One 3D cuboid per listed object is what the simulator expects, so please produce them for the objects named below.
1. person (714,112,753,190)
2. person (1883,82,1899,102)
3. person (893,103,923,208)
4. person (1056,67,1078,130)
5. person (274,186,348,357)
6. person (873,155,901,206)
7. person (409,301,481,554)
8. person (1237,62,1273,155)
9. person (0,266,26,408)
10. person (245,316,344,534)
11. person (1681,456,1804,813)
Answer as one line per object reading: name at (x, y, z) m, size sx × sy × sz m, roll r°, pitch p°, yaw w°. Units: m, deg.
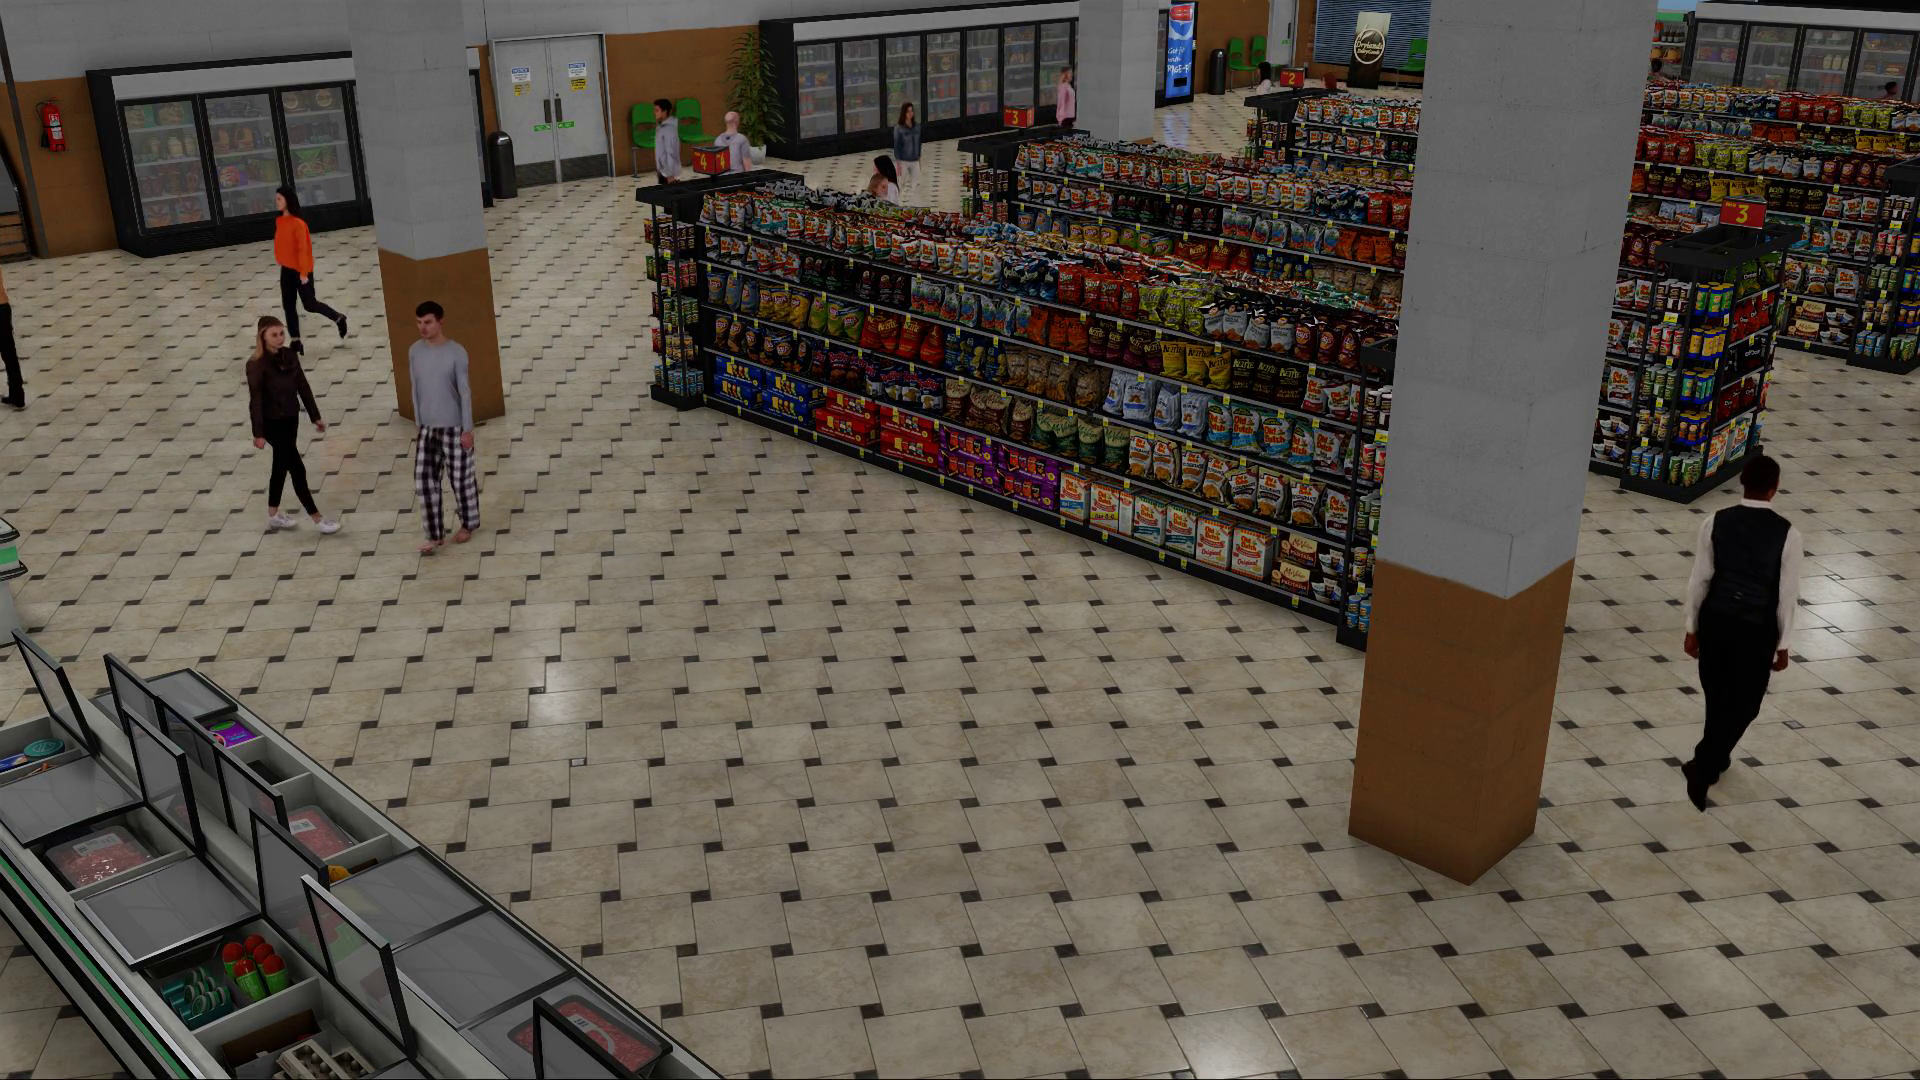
person at (-2.913, -4.596, 21.507) m, size 0.677 × 1.827 × 0.820 m, roll 8°, pitch 23°, yaw 19°
person at (16.337, -7.461, 29.406) m, size 0.633 × 1.253 × 0.613 m, roll 7°, pitch 23°, yaw 16°
person at (-0.786, -5.302, 23.493) m, size 0.835 × 1.655 × 1.187 m, roll -12°, pitch 25°, yaw -27°
person at (1.671, -7.040, 27.832) m, size 1.172 × 1.644 × 0.985 m, roll 5°, pitch 22°, yaw 12°
person at (-6.701, -2.741, 17.019) m, size 0.993 × 1.730 × 0.794 m, roll 15°, pitch 26°, yaw 33°
person at (-0.834, -3.617, 19.261) m, size 0.848 × 1.683 × 0.762 m, roll -3°, pitch 22°, yaw -7°
person at (-3.746, -0.869, 12.223) m, size 0.936 × 1.832 × 0.967 m, roll 3°, pitch 22°, yaw 8°
person at (5.360, -7.474, 28.949) m, size 0.957 × 1.618 × 0.896 m, roll 0°, pitch 22°, yaw 0°
person at (-8.896, -2.059, 15.312) m, size 0.825 × 1.737 × 0.764 m, roll 11°, pitch 24°, yaw 26°
person at (-5.132, -0.854, 12.407) m, size 1.031 × 1.667 × 0.858 m, roll 7°, pitch 23°, yaw 17°
person at (4.040, 0.514, 8.695) m, size 1.007 × 1.897 × 0.733 m, roll 20°, pitch 29°, yaw 40°
